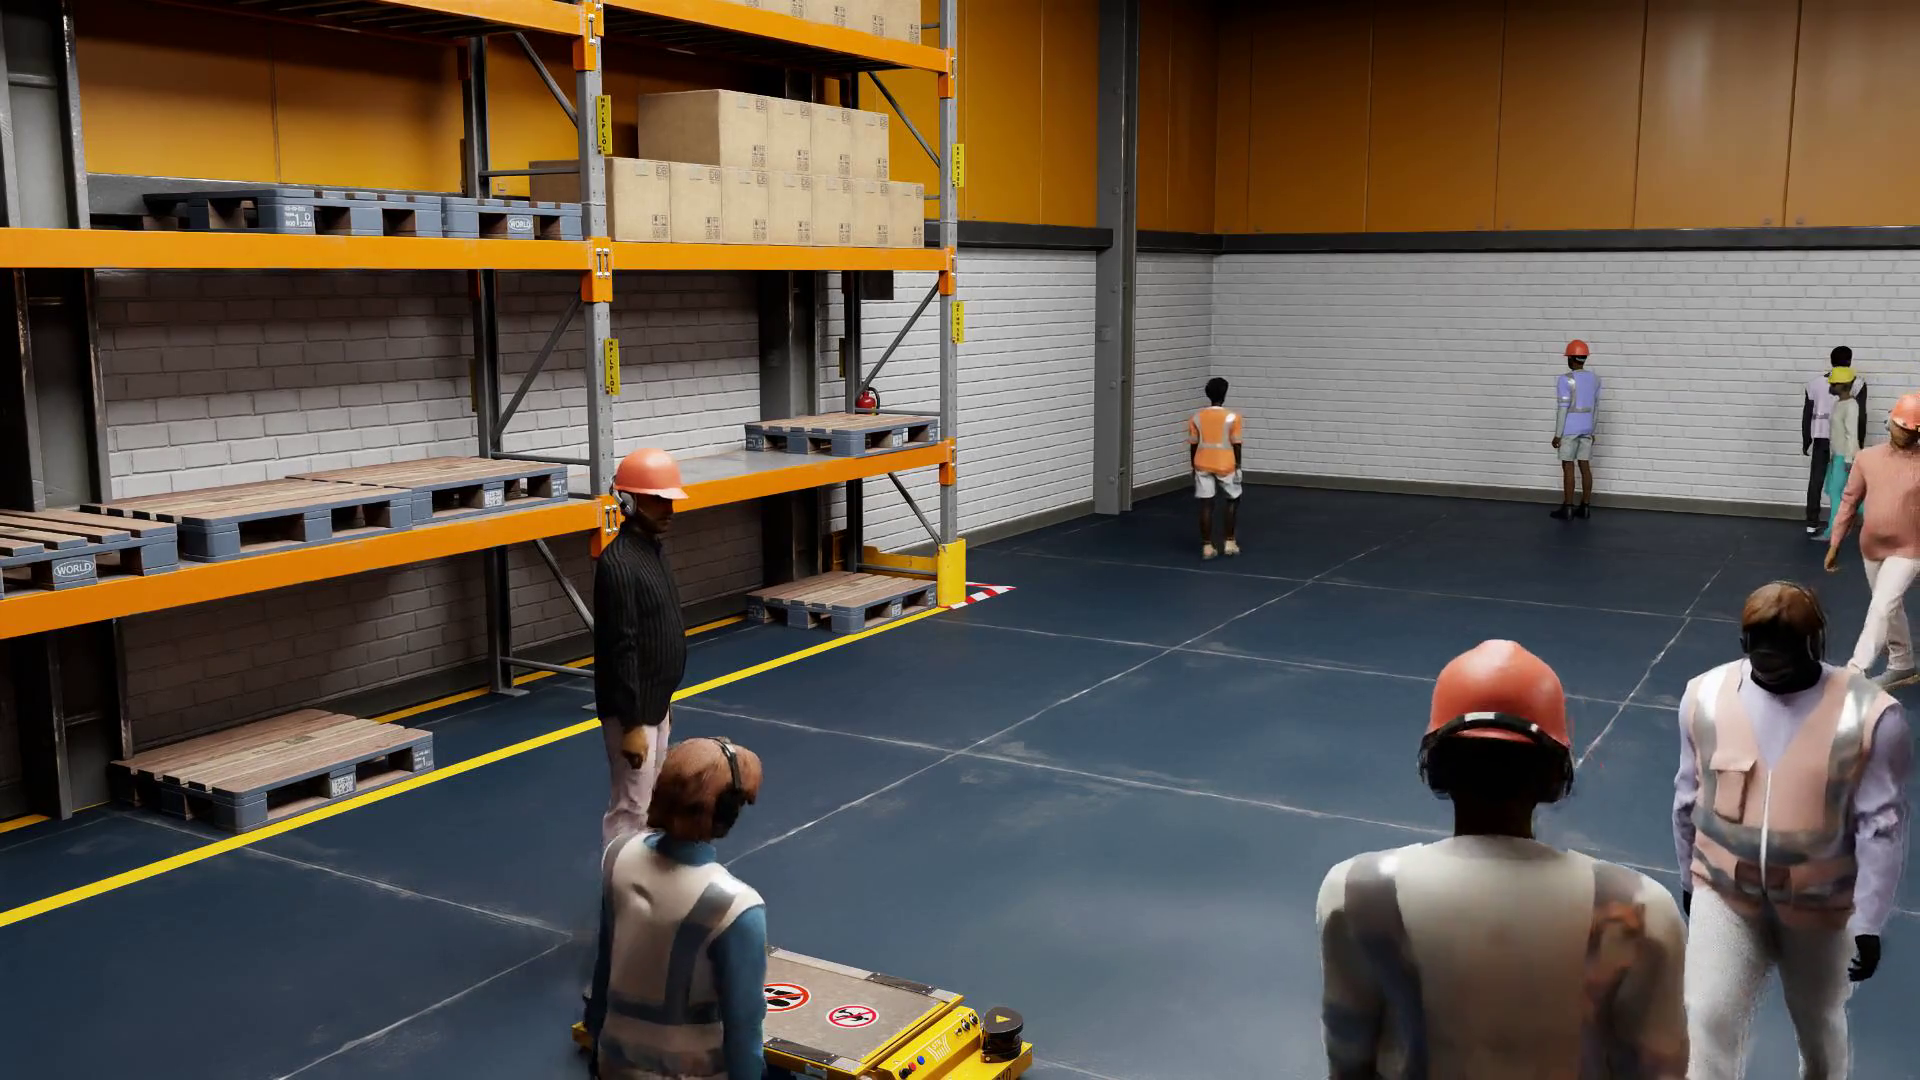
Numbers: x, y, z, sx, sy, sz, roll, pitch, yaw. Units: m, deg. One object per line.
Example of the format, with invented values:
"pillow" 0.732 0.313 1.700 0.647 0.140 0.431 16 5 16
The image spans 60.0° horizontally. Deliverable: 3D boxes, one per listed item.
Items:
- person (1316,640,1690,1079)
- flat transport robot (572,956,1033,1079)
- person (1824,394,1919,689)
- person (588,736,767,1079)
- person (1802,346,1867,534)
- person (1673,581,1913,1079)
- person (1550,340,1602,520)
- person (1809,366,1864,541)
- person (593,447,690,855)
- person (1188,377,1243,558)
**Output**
"person" 0.938 1.183 2.961 0.638 1.999 0.695 2 9 12
"flat transport robot" -0.539 1.630 5.552 1.431 0.197 0.652 5 11 30
"person" 5.745 0.051 10.292 1.047 1.924 0.662 -5 10 -28
"person" -0.691 1.243 3.746 0.556 1.618 0.527 8 12 40
"person" 8.874 -1.010 16.913 0.370 1.914 0.597 -9 12 -43
"person" 2.363 0.994 4.786 0.619 1.806 0.913 7 11 37
"person" 6.624 -1.188 17.958 0.548 1.937 0.379 -3 10 -21
"person" 8.765 -0.837 16.378 0.573 1.749 0.524 2 9 13
"person" -1.211 0.635 6.412 0.392 1.990 0.612 0 9 2
"person" 2.413 -0.678 15.518 0.555 1.683 0.526 5 10 29
